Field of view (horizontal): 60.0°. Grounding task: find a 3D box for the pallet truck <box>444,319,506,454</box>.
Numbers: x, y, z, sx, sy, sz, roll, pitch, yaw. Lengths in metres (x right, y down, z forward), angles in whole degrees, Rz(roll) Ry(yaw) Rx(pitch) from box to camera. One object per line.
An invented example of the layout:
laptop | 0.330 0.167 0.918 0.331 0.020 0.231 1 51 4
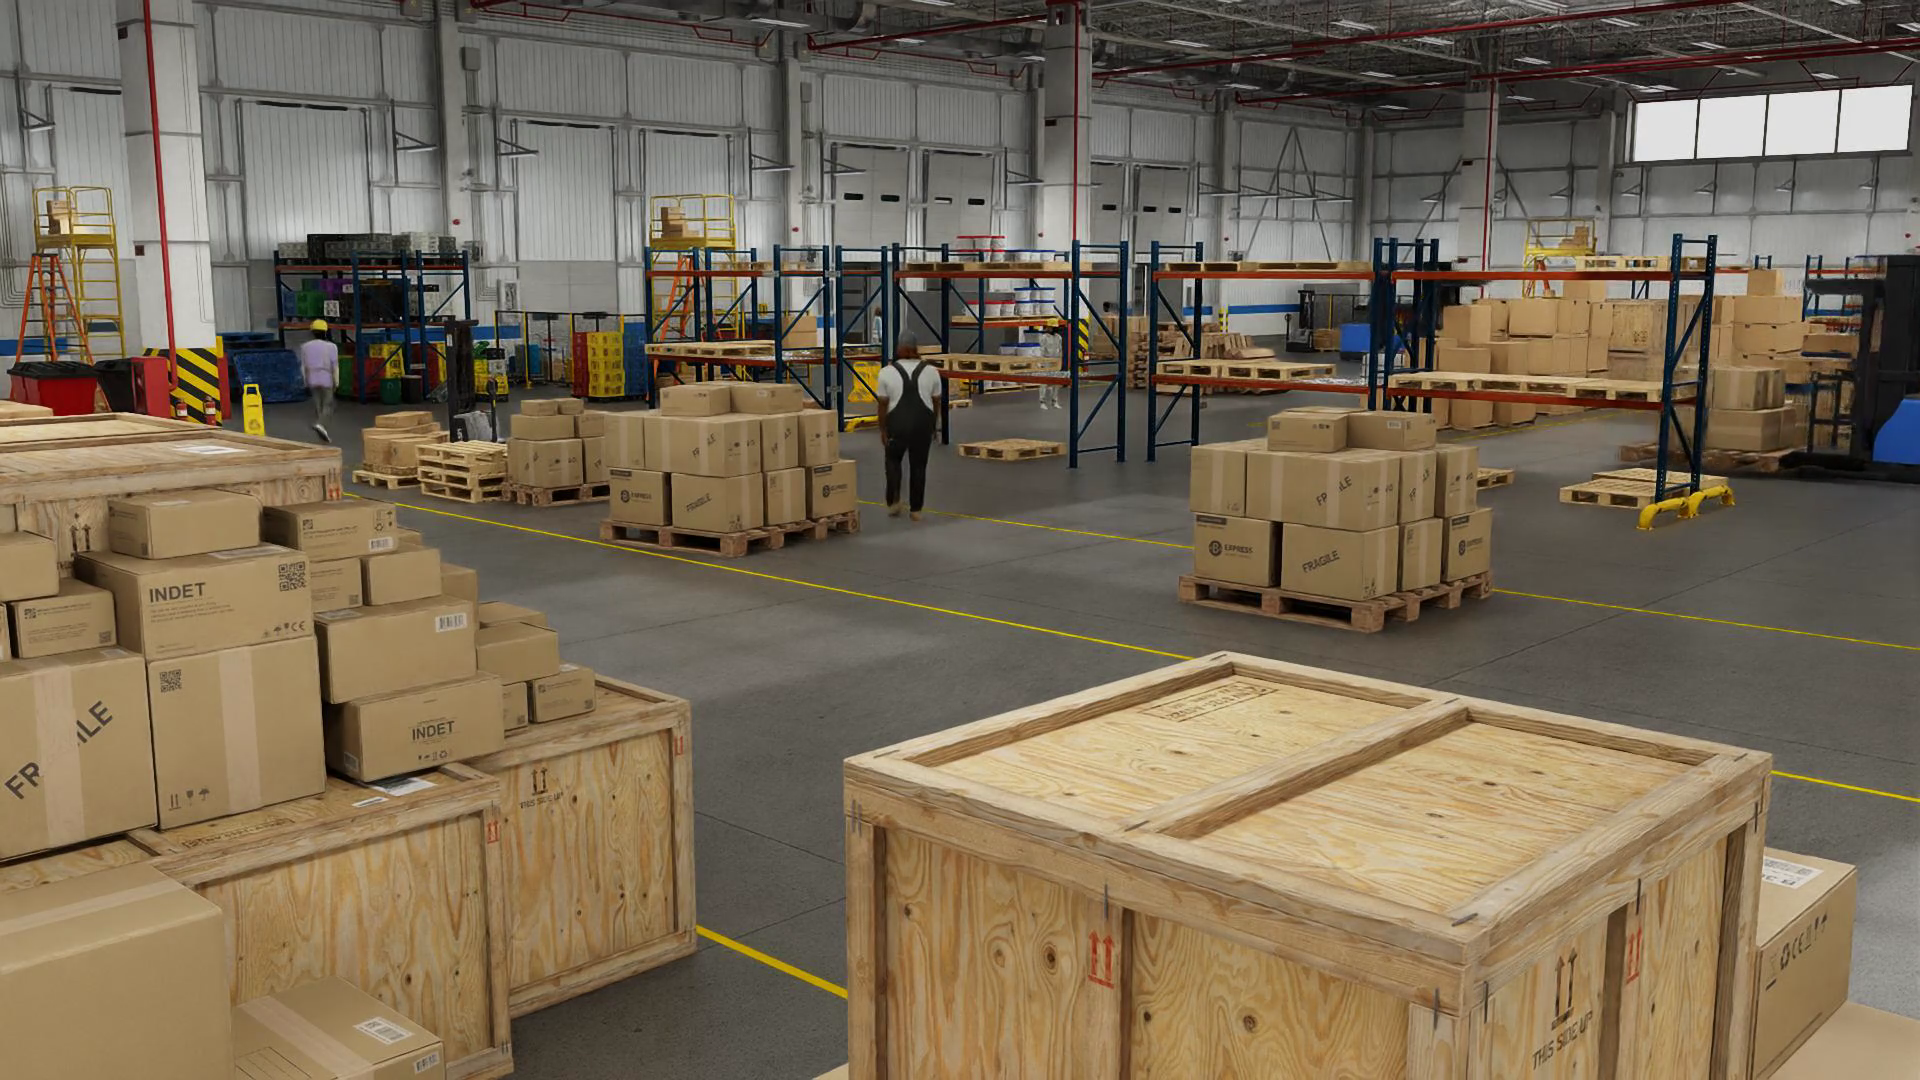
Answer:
pallet truck | -6.981 -1.942 22.150 1.885 1.965 0.823 1 9 9

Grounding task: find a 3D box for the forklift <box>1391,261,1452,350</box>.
forklift | 11.215 -5.199 39.418 1.873 2.768 1.129 9 13 43

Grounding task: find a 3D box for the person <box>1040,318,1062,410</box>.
person | 1.740 -3.333 31.492 0.488 1.736 0.321 -5 11 -30

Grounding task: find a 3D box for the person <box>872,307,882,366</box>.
person | -2.181 -5.394 44.446 0.318 1.632 0.525 -1 9 -8

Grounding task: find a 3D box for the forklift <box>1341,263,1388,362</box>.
forklift | 11.884 -6.474 47.236 1.873 2.768 1.129 4 10 21

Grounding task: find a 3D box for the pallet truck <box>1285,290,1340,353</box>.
pallet truck | 11.297 -6.951 52.861 1.885 1.965 0.823 -5 11 -29

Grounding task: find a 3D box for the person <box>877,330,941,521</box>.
person | -0.555 -1.239 17.709 0.693 2.000 0.745 -1 9 -8

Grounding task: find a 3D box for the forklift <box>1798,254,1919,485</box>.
forklift | 11.593 -2.102 20.430 1.873 2.768 1.129 9 13 43

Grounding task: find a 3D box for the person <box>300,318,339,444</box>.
person | -9.701 -2.396 25.211 0.586 1.912 0.519 1 9 3

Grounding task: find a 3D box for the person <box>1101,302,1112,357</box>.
person | 4.414 -6.352 50.126 0.395 1.681 0.558 -3 10 -20
